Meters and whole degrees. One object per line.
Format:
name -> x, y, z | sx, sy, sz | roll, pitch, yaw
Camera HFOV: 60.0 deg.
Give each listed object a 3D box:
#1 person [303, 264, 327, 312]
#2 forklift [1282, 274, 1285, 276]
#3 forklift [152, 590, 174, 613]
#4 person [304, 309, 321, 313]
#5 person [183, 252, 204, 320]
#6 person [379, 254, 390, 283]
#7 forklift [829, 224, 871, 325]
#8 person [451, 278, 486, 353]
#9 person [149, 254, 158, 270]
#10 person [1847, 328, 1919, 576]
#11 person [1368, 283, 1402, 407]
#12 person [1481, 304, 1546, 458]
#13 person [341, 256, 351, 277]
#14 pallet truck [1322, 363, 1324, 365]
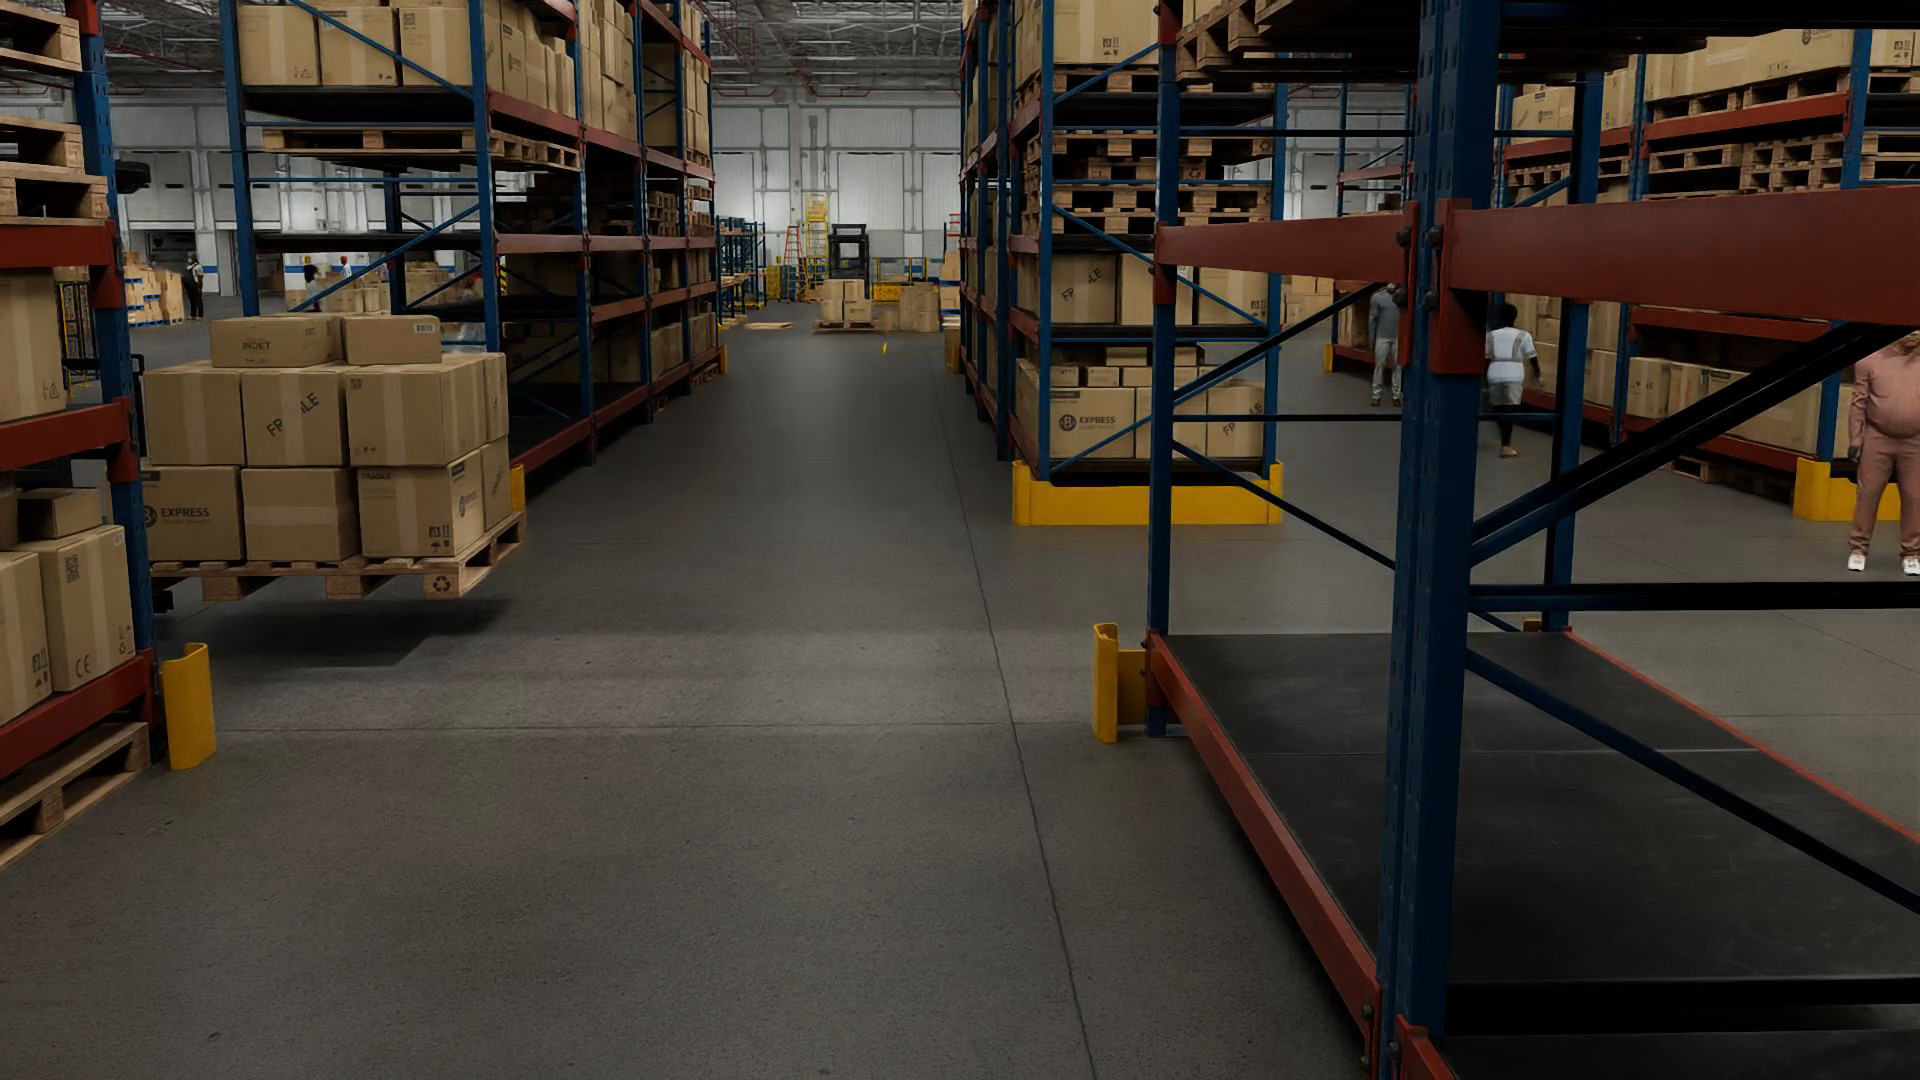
person -> -12.130, -4.229, 31.345 | 0.462, 1.922, 0.663 | -2, 10, -13
forklift -> 12.197, -10.520, 63.727 | 1.129, 2.768, 1.873 | 0, 10, -2
forklift -> -5.858, -0.811, 9.639 | 1.873, 2.768, 1.129 | -1, 10, -3
person -> -6.674, -1.590, 17.417 | 0.609, 1.646, 0.857 | 0, 10, 2
person -> -22.997, -7.606, 49.829 | 0.682, 2.000, 0.537 | 7, 12, 33
person -> -21.515, -9.786, 62.318 | 0.378, 1.918, 0.585 | 1, 10, 4
forklift -> -3.004, -7.215, 45.317 | 1.129, 2.768, 1.873 | 0, 10, -2
person -> -10.117, -4.592, 34.292 | 0.871, 1.594, 0.520 | -5, 11, -25
person -> -33.674, -11.046, 69.632 | 0.984, 1.823, 0.536 | -2, 10, -10
person -> 6.626, -0.696, 11.748 | 0.647, 1.898, 0.398 | 5, 11, 27
person -> 6.124, -2.856, 23.661 | 0.636, 1.936, 0.354 | 2, 10, 12
person -> 6.069, -1.748, 18.254 | 0.627, 1.656, 0.747 | 9, 14, 41
person -> -20.252, -8.441, 54.926 | 0.357, 1.881, 0.574 | -3, 11, -16
pallet truck -> 7.712, -4.157, 30.737 | 1.885, 1.965, 0.823 | 3, 11, 16
